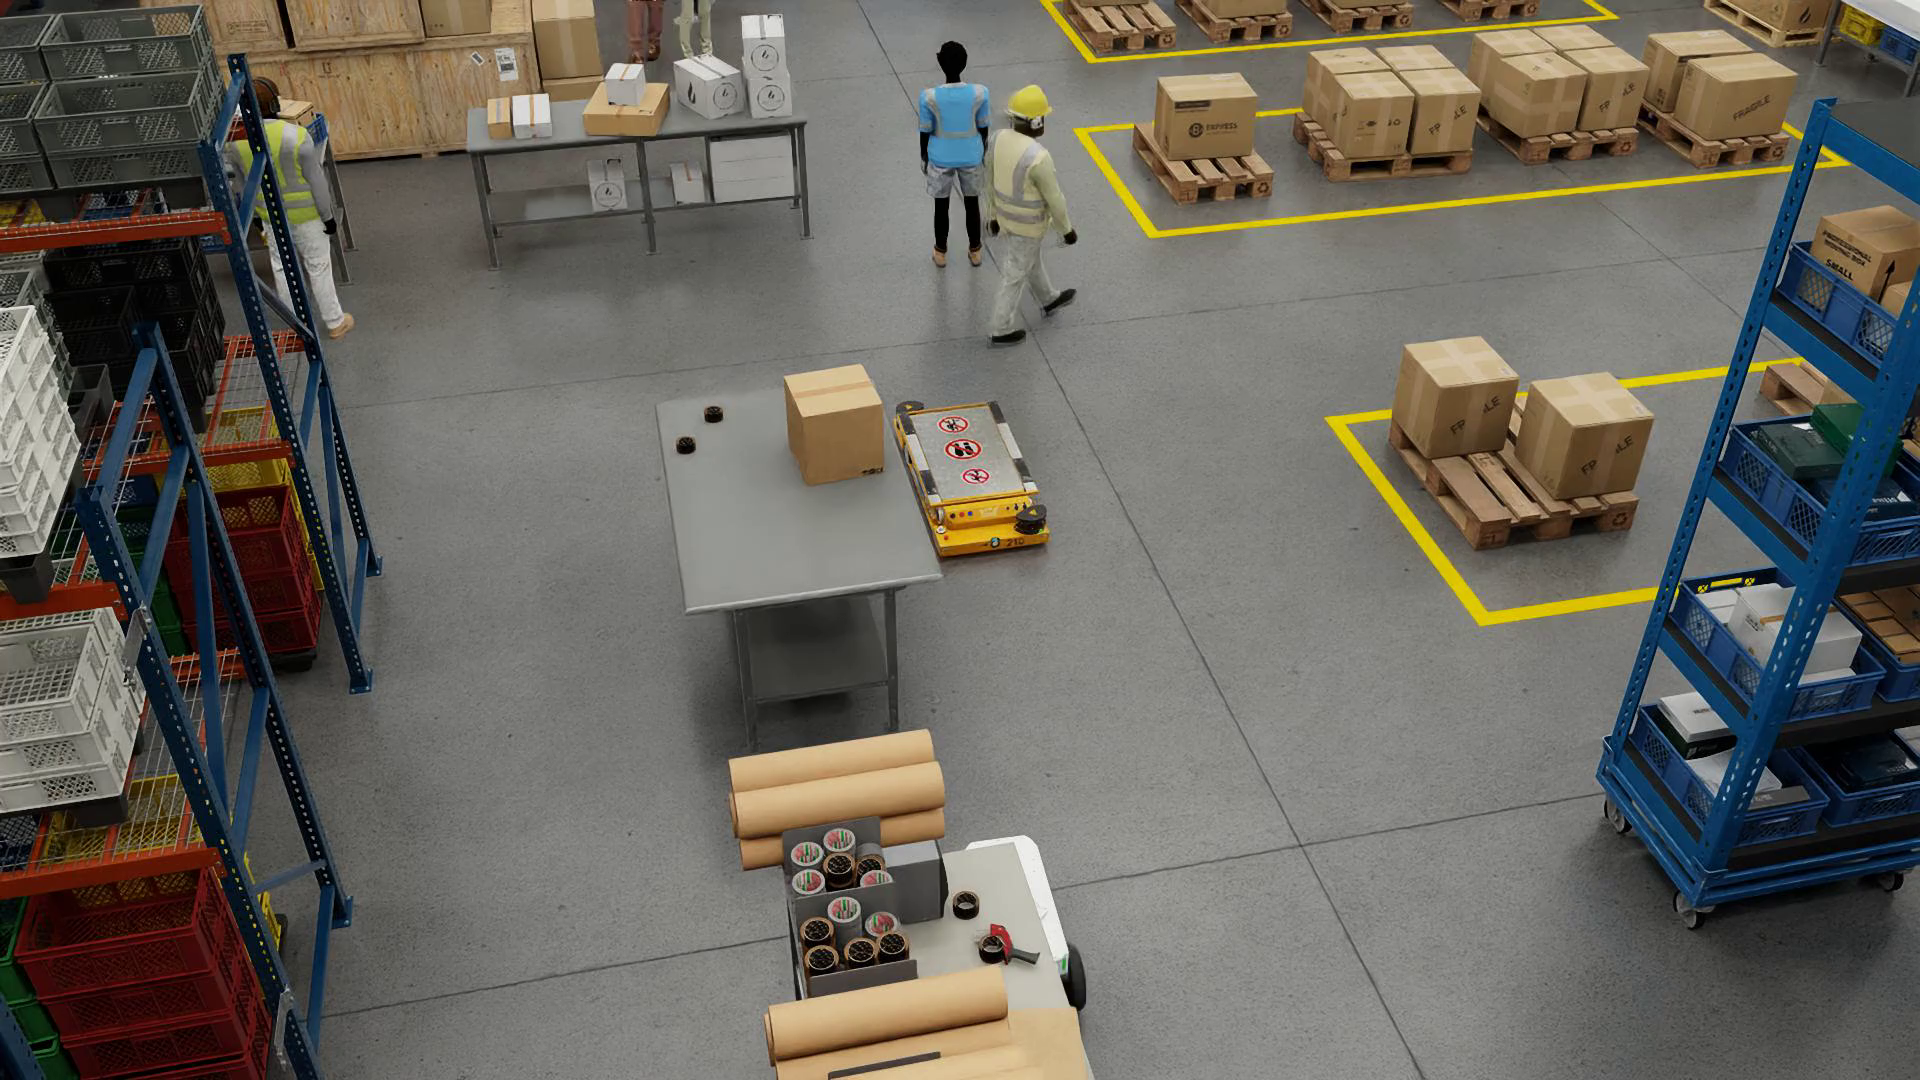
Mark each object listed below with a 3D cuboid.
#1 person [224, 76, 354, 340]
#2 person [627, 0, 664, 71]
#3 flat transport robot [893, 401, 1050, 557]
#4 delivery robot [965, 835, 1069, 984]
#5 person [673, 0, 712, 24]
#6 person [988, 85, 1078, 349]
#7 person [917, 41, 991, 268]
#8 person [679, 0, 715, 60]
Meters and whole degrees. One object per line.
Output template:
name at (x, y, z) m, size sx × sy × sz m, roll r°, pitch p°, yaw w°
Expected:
person at (-4.510, -2.218, 11.217) m, size 0.619 × 1.835 × 0.430 m, roll 6°, pitch 37°, yaw 9°
person at (-2.882, -5.287, 15.315) m, size 0.721 × 1.857 × 0.748 m, roll -4°, pitch 37°, yaw -6°
flat transport robot at (0.046, -0.430, 10.108) m, size 0.652 × 0.197 × 1.431 m, roll -8°, pitch 37°, yaw -10°
delivery robot at (0.227, 1.590, 7.082) m, size 0.477 × 0.478 × 0.707 m, roll -6°, pitch 37°, yaw -8°
person at (-2.701, -6.041, 16.297) m, size 0.458 × 1.900 × 0.616 m, roll -14°, pitch 39°, yaw -18°
person at (0.535, -2.183, 11.194) m, size 0.841 × 1.793 × 0.598 m, roll -18°, pitch 40°, yaw -23°
person at (-0.040, -2.777, 12.082) m, size 0.535 × 1.695 × 0.319 m, roll -4°, pitch 37°, yaw -5°
person at (-2.414, -5.203, 15.193) m, size 0.526 × 1.869 × 0.315 m, roll -30°, pitch 46°, yaw -34°
